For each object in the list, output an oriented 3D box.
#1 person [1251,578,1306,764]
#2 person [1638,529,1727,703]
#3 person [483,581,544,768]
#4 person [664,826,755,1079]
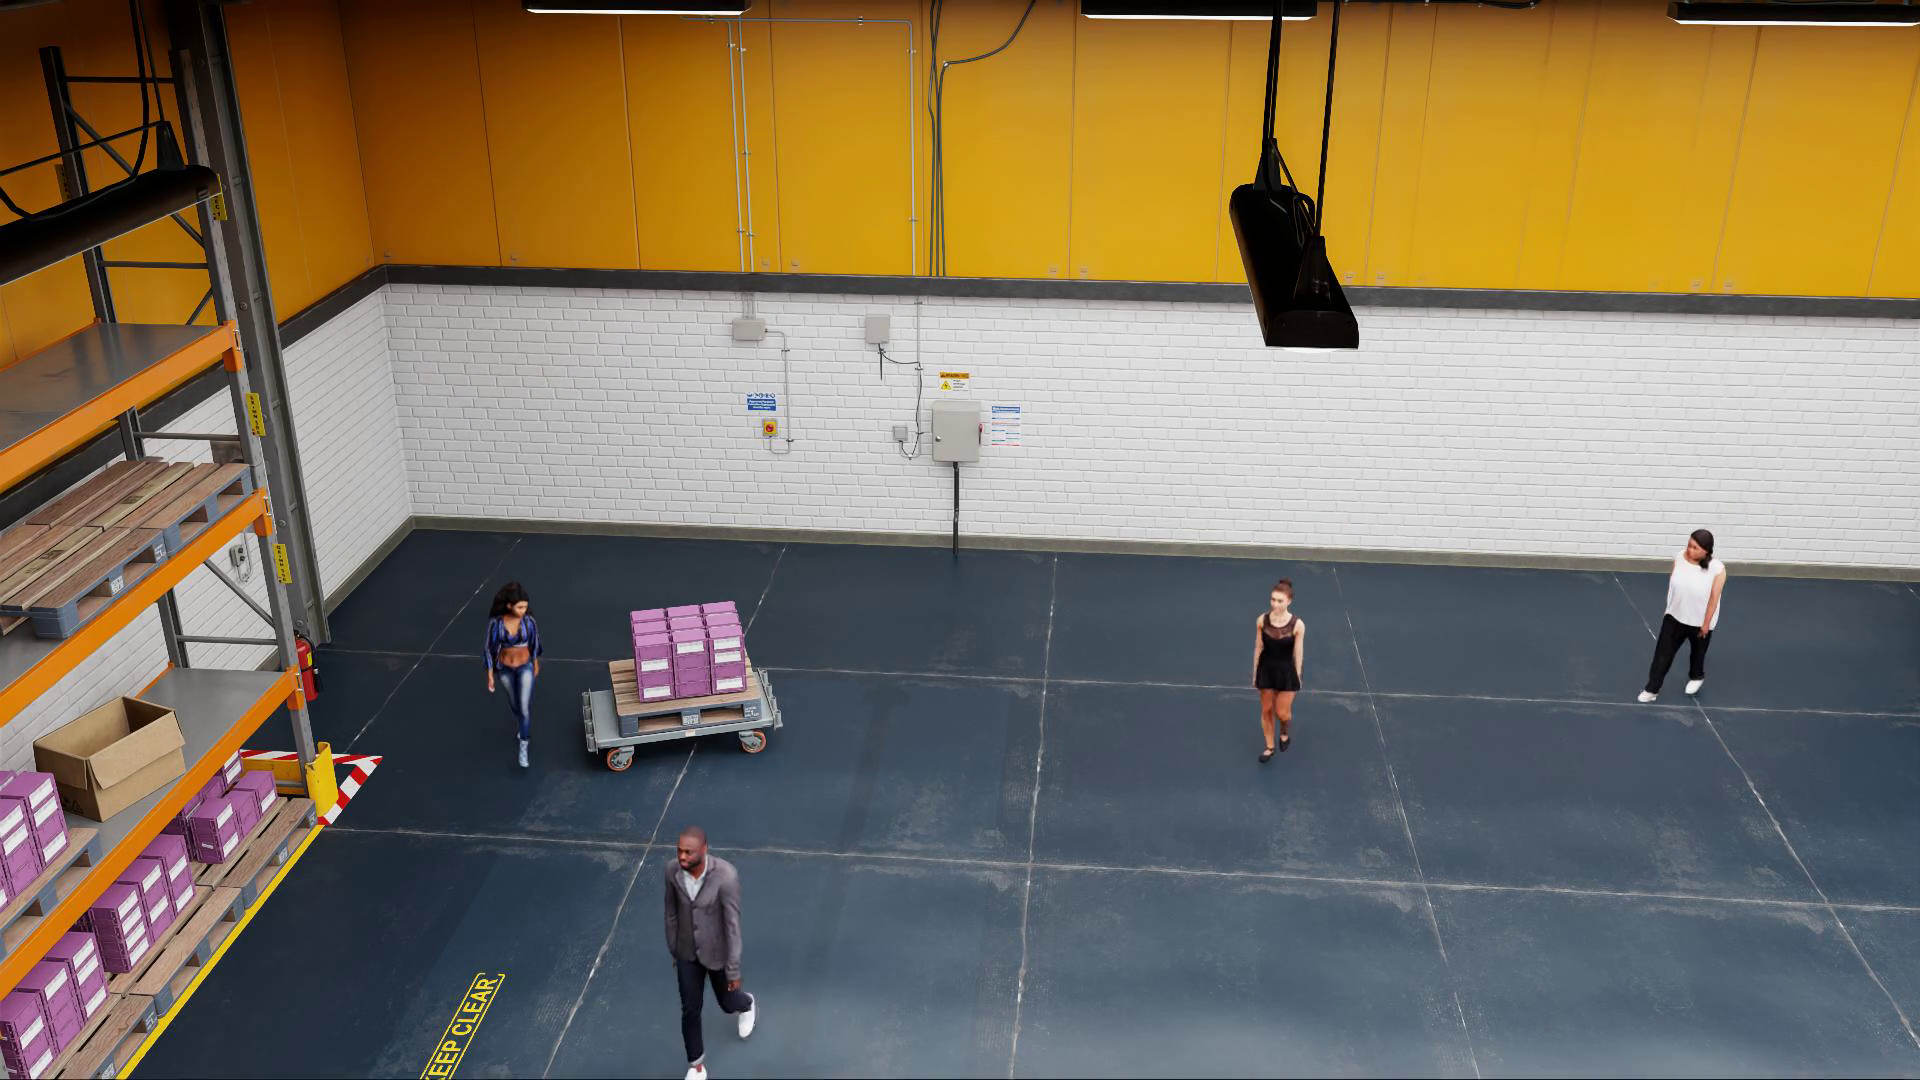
[{"bbox_3d":[2.705,1.088,14.035,0.702,1.665,0.752,12,26,25],"label":"person"},{"bbox_3d":[6.620,0.680,14.984,1.167,1.652,1.101,-19,30,-36],"label":"person"},{"bbox_3d":[-3.787,1.083,14.156,0.783,1.576,1.060,-3,24,-7],"label":"person"},{"bbox_3d":[-1.553,2.567,10.492,0.816,1.792,1.128,6,24,13],"label":"person"}]
